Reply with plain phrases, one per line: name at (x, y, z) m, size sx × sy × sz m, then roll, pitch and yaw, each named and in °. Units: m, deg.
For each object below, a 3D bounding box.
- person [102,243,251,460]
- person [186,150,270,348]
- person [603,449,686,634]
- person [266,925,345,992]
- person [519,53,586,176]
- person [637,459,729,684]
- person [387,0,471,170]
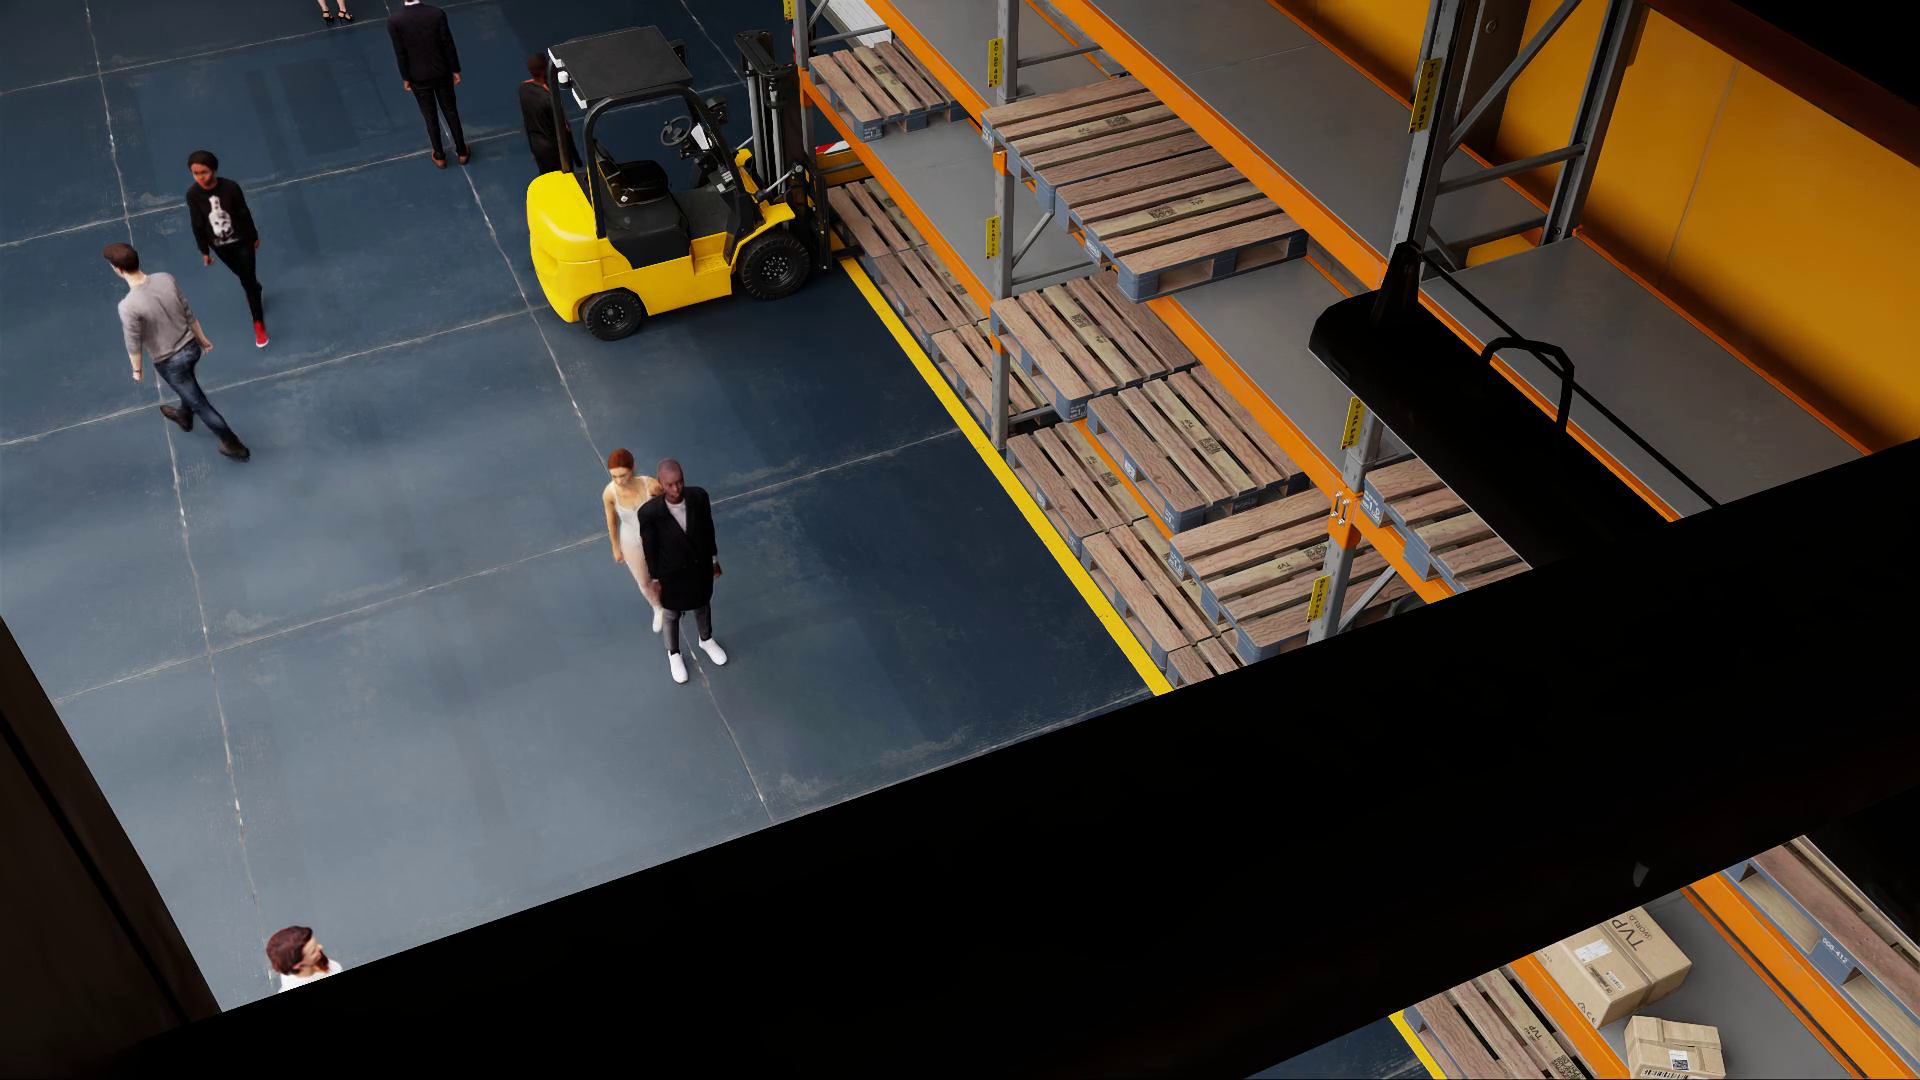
person at (-5.686, -1.323, 12.222) m, size 1.227 × 1.868 × 1.153 m, roll 17°, pitch 46°, yaw 17°
person at (-5.961, -2.478, 13.606) m, size 0.759 × 1.631 × 1.143 m, roll -8°, pitch 44°, yaw -9°
person at (-2.080, -0.050, 11.062) m, size 0.684 × 1.625 × 0.721 m, roll -7°, pitch 44°, yaw -7°
person at (-3.119, 2.486, 8.277) m, size 0.694 × 1.794 × 0.496 m, roll -24°, pitch 48°, yaw -23°
person at (-3.554, -3.363, 14.409) m, size 0.703 × 1.804 × 0.811 m, roll 21°, pitch 48°, yaw 21°
person at (-1.792, 0.159, 10.744) m, size 0.654 × 1.761 × 0.571 m, roll -21°, pitch 48°, yaw -21°
person at (-4.905, -4.328, 15.364) m, size 0.710 × 1.884 × 0.562 m, roll -15°, pitch 46°, yaw -15°
